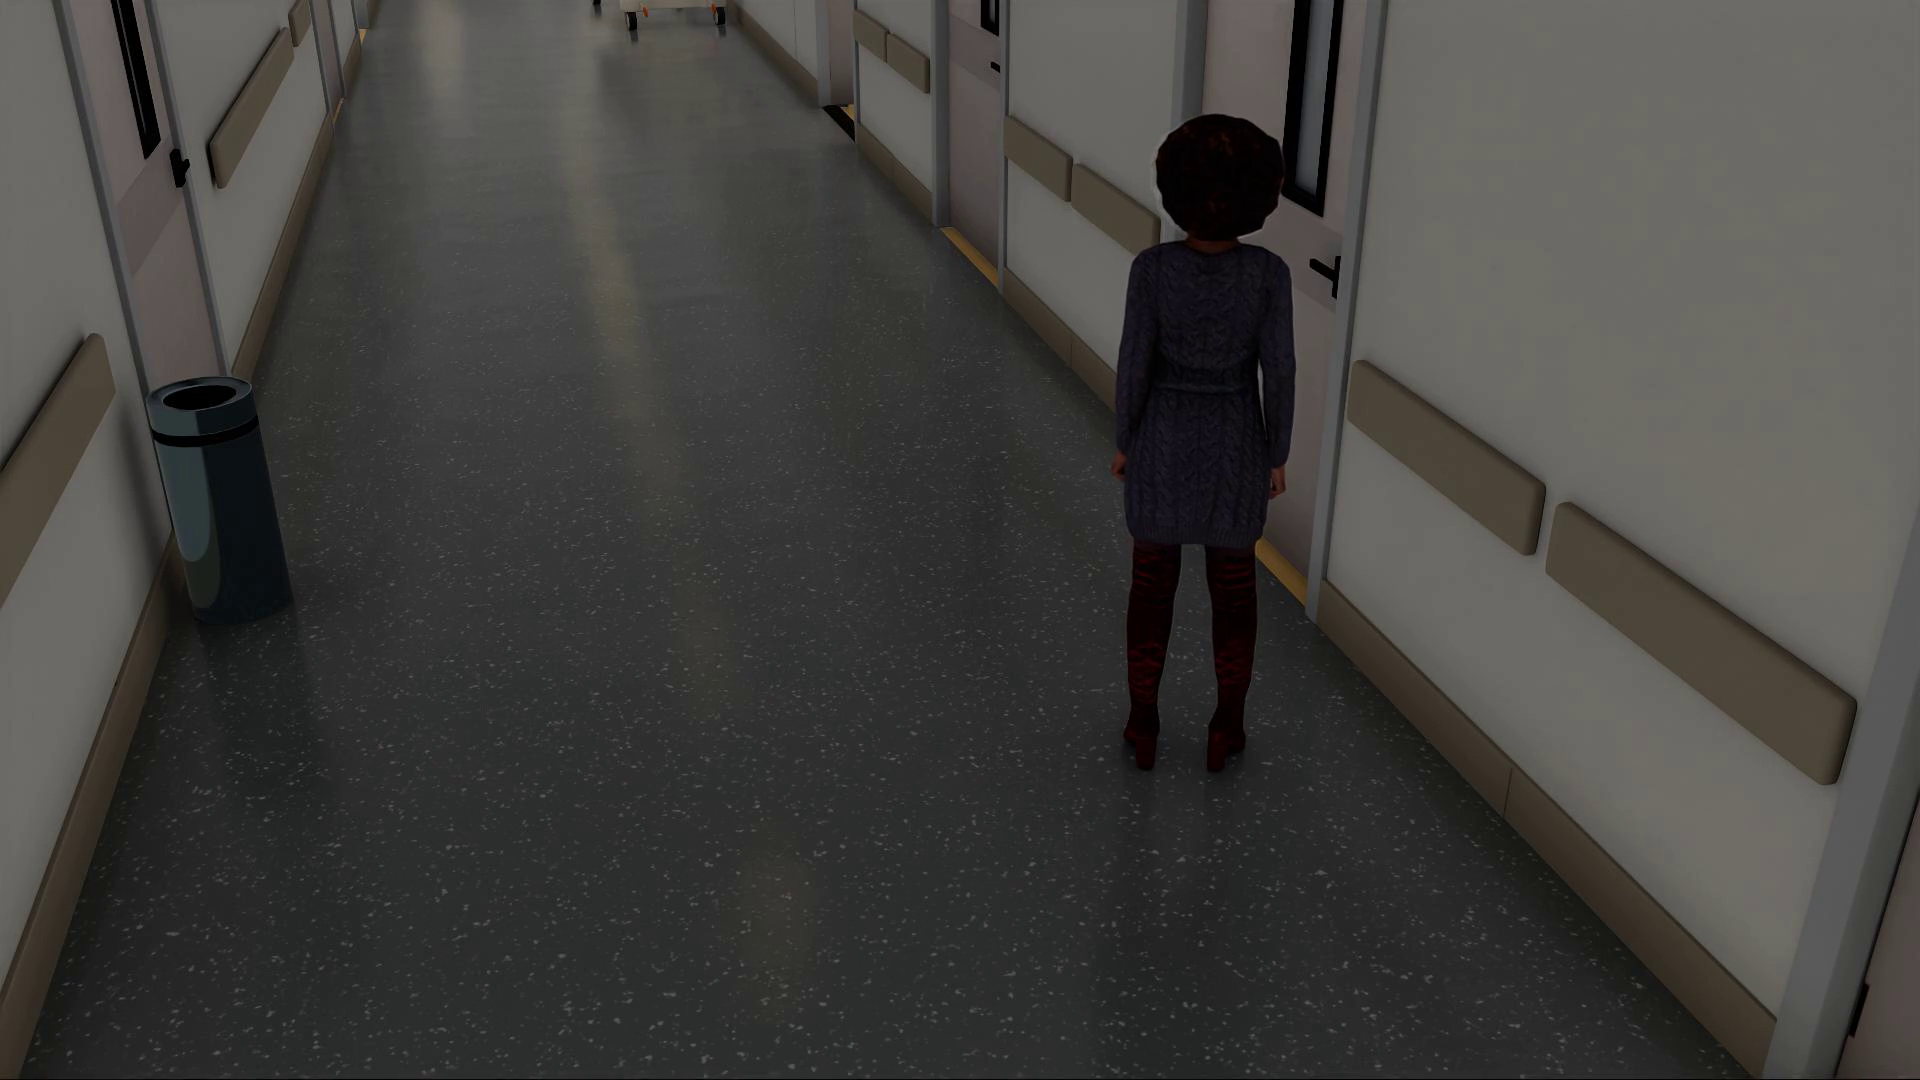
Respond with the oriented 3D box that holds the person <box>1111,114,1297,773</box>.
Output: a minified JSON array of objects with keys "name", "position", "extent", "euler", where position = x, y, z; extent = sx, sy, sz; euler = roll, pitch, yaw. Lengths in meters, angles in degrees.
[{"name":"person","position":[0.599,-0.199,4.183],"extent":[0.589,1.710,0.726],"euler":[4,26,9]}]
